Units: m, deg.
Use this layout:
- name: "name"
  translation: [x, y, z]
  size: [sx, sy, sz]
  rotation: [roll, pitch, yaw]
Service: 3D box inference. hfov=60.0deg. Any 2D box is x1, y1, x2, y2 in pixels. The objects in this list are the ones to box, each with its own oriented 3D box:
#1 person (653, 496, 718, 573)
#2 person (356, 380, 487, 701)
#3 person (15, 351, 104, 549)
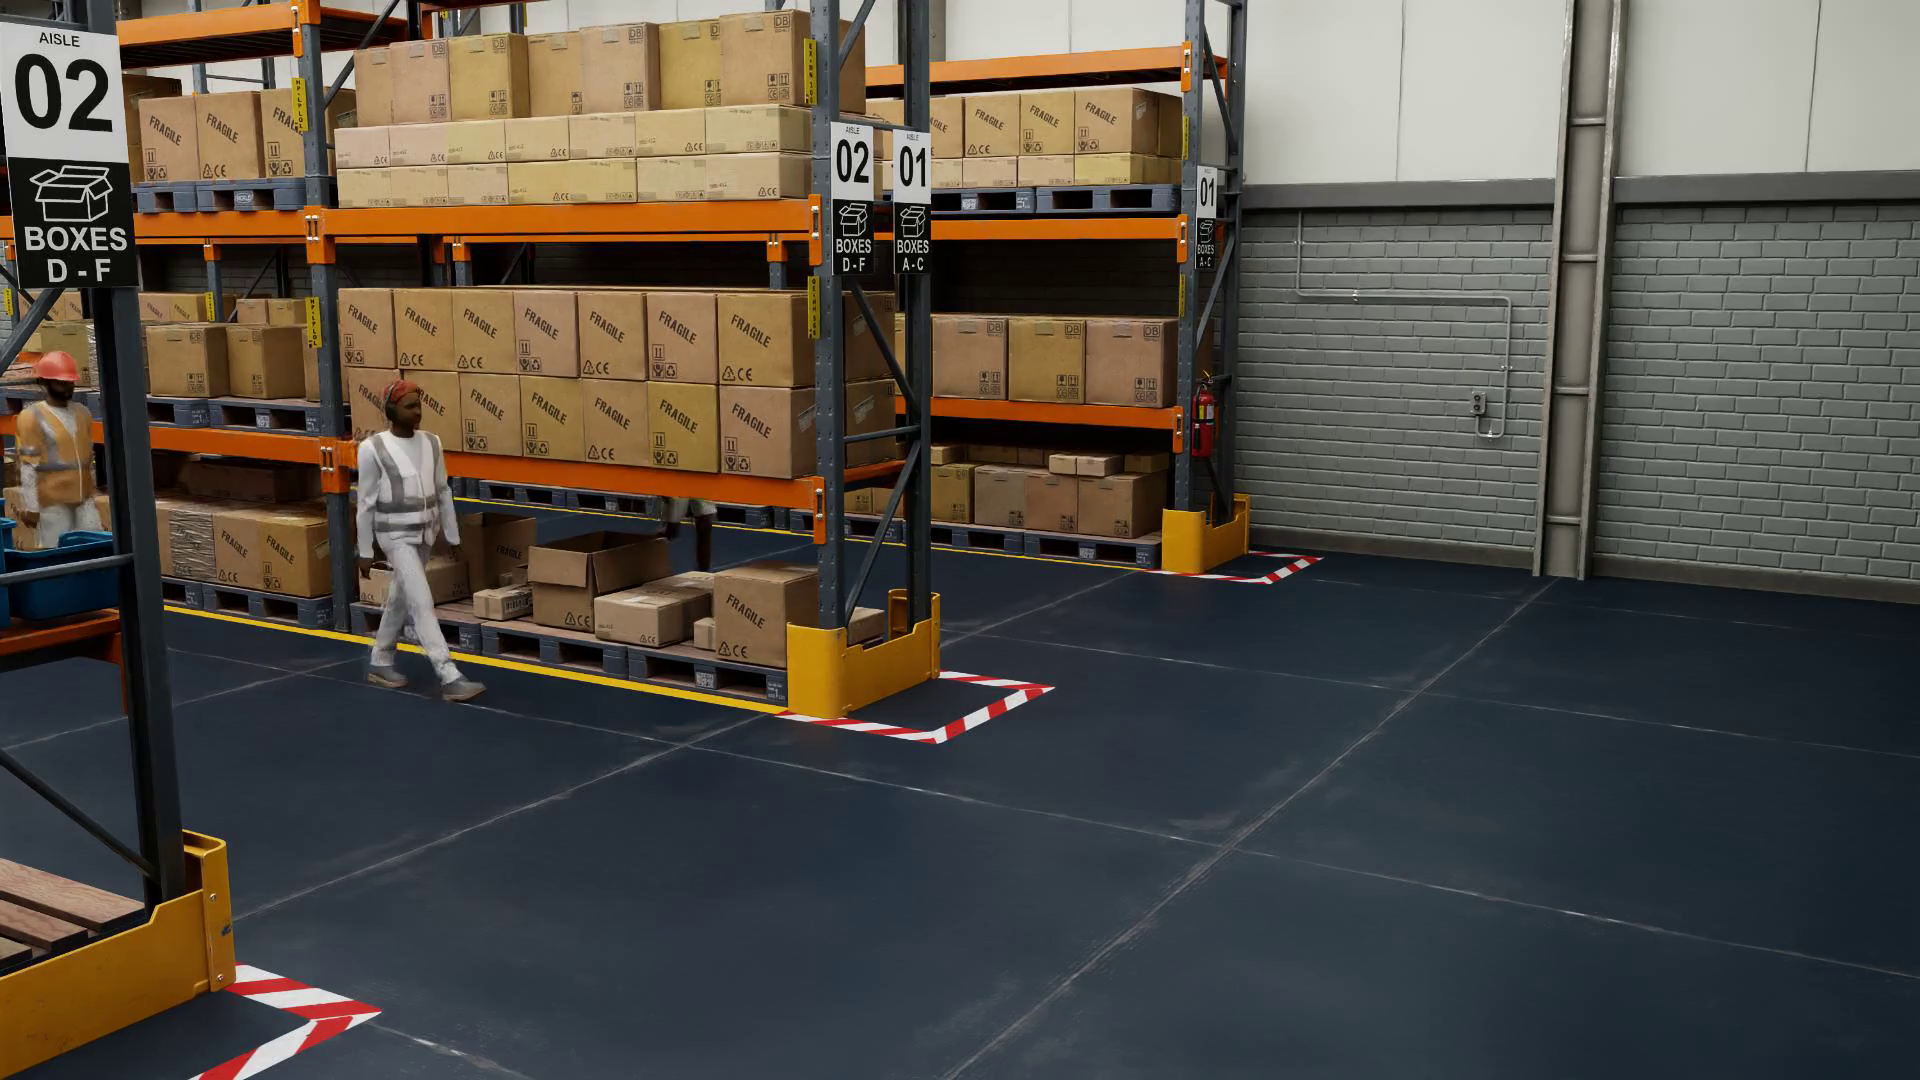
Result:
- name: "person"
  translation: [-2.073, -0.493, 12.210]
  size: [0.782, 1.915, 0.553]
  rotation: [8, 12, 39]
- name: "person"
  translation: [-3.139, -0.001, 9.571]
  size: [0.974, 1.828, 0.596]
  rotation: [5, 11, 27]
- name: "person"
  translation: [-6.045, -0.306, 11.118]
  size: [0.748, 1.918, 0.550]
  rotation: [3, 10, 20]
